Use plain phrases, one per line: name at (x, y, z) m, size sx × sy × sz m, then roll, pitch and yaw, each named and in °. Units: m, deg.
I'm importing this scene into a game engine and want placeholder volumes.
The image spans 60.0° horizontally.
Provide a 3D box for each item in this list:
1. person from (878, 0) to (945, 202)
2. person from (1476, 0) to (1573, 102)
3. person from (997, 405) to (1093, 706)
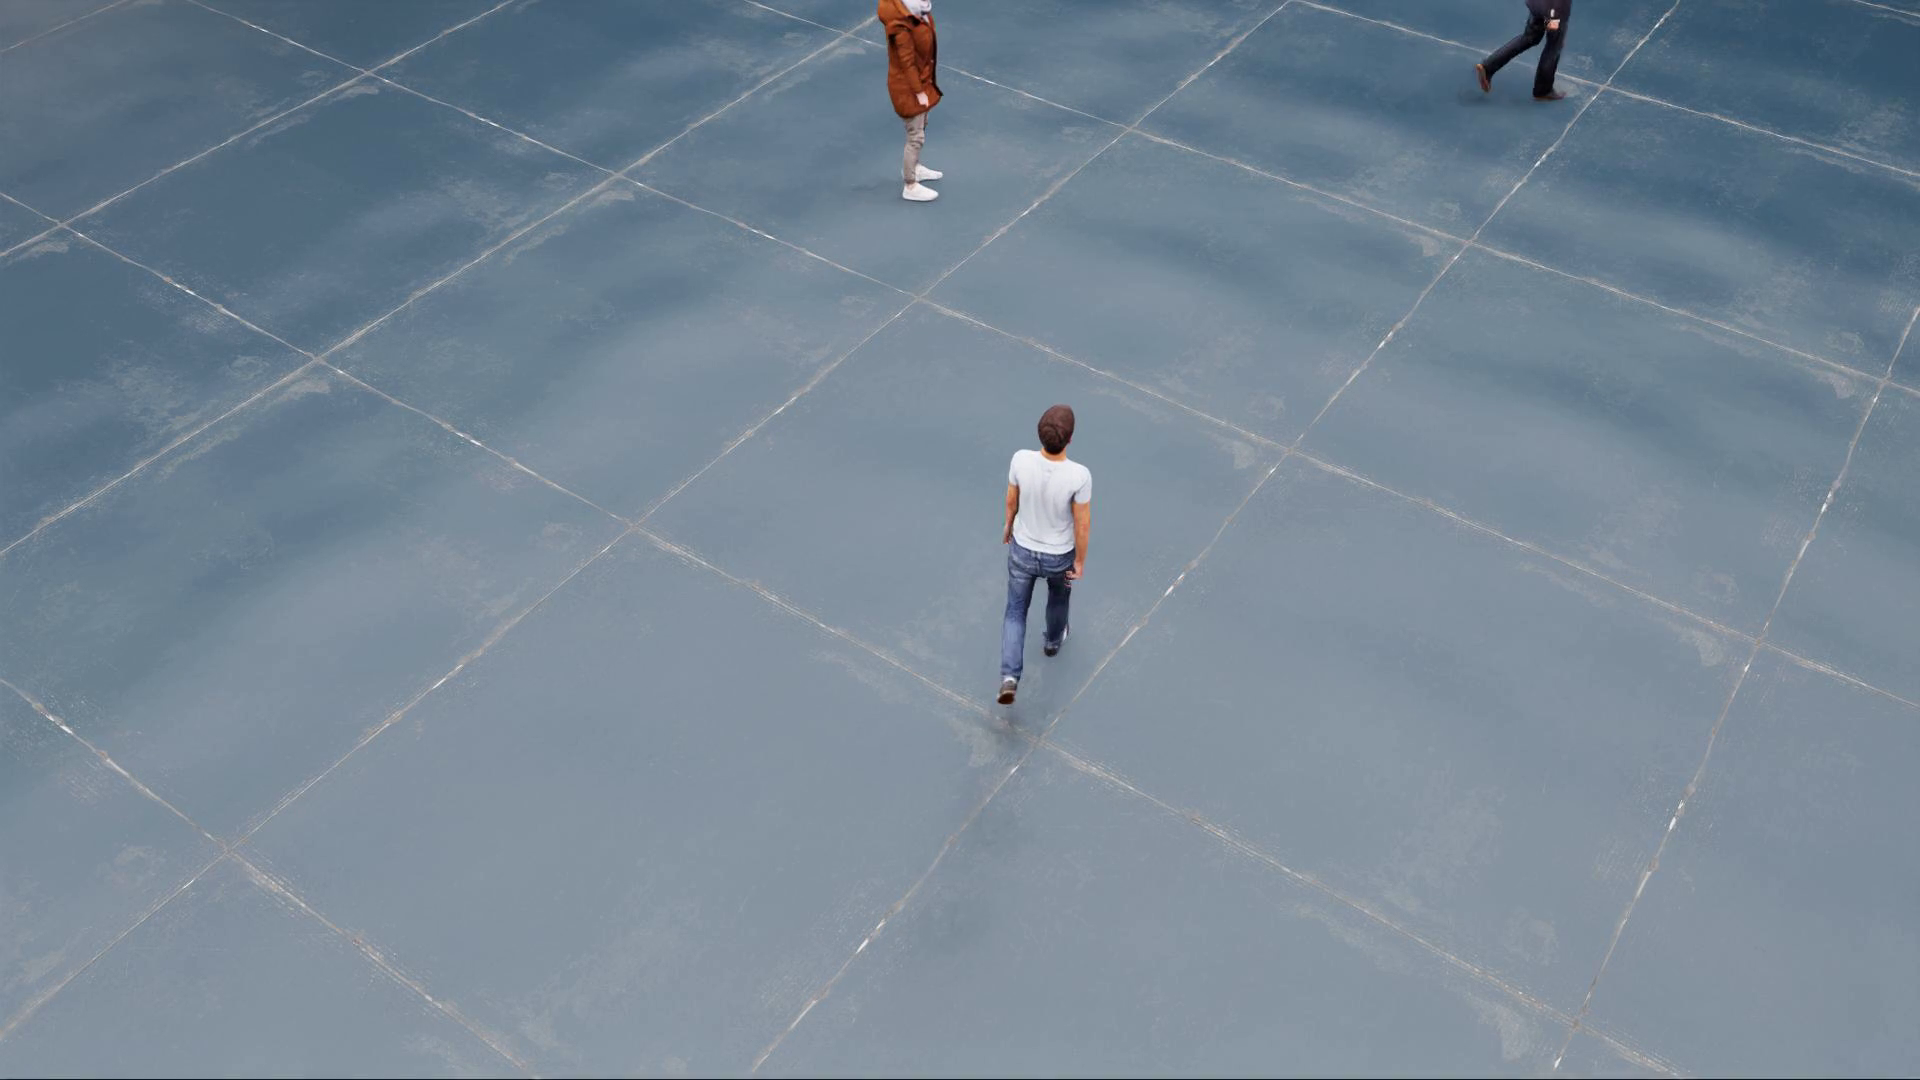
person at (-0.399, -3.428, 12.544) m, size 0.908 × 1.835 × 0.867 m, roll 1°, pitch 43°, yaw 1°
person at (4.771, -4.438, 13.655) m, size 1.161 × 1.795 × 1.076 m, roll -4°, pitch 43°, yaw -5°
person at (0.413, 0.098, 8.761) m, size 1.110 × 1.844 × 0.953 m, roll 10°, pitch 44°, yaw 11°
